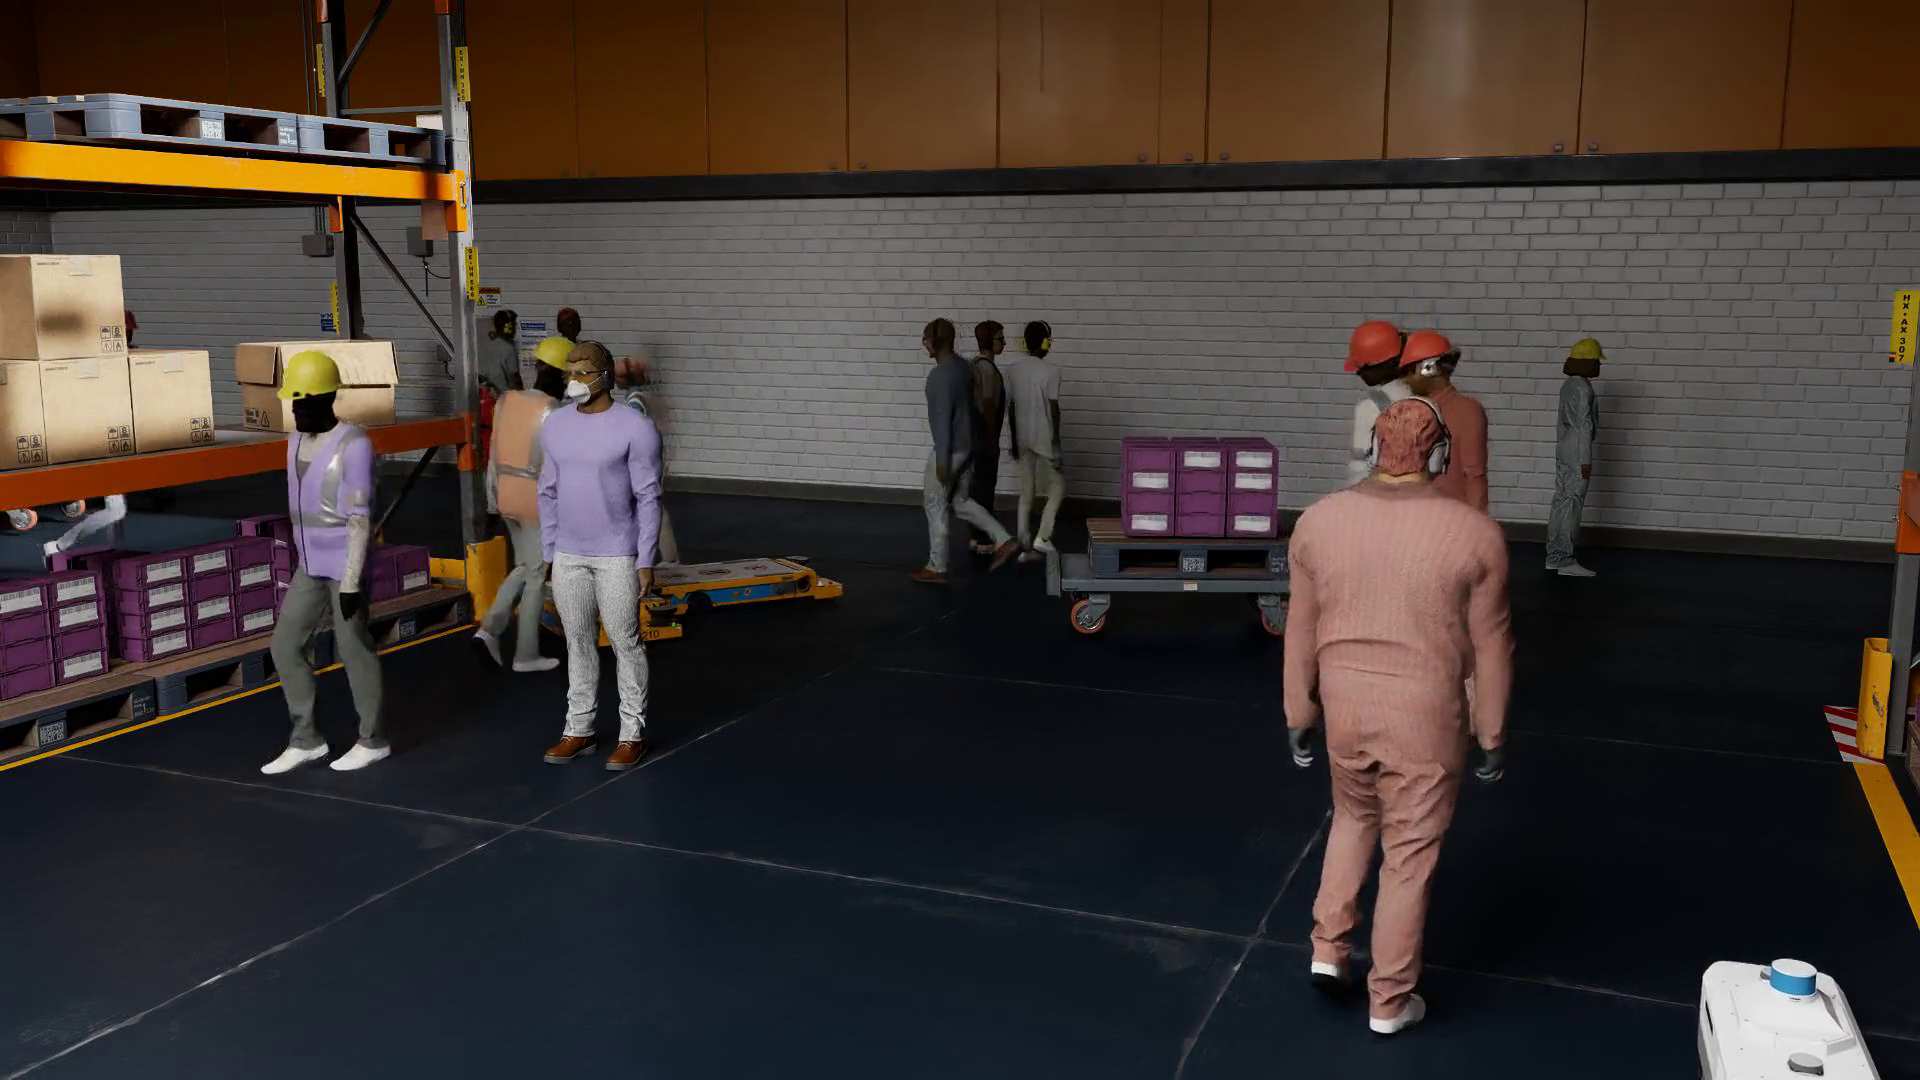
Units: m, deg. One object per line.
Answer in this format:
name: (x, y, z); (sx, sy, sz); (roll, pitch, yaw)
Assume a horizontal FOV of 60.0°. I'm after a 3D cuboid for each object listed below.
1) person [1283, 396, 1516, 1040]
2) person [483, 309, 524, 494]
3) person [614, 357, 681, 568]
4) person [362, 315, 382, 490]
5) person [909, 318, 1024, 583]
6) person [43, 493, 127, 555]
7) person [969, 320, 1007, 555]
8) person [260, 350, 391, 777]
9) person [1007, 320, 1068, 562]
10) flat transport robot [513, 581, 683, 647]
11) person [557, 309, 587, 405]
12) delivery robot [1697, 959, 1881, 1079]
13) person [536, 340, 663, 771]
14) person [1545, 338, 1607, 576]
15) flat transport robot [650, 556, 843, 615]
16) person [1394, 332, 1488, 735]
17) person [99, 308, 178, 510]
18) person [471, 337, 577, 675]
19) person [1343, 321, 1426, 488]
person: (1.297, 0.525, 4.915); (0.641, 1.893, 0.447); (7, 12, 37)
person: (-4.436, -1.323, 16.245); (0.634, 1.849, 0.536); (-9, 13, -44)
person: (-2.456, -0.534, 12.178); (0.840, 1.594, 0.525); (-2, 10, -10)
person: (-6.002, -1.373, 16.565); (0.430, 1.844, 0.624); (1, 9, 4)
person: (0.032, -0.626, 11.849); (0.733, 1.911, 0.668); (3, 10, 19)
person: (-6.131, -0.588, 11.773); (0.616, 1.855, 0.534); (-4, 10, -22)
person: (0.222, -0.808, 13.131); (0.345, 1.846, 0.506); (-2, 10, -11)
person: (-2.841, 0.122, 7.321); (0.605, 1.897, 0.699); (7, 12, 37)
person: (0.607, -0.748, 12.761); (0.546, 1.844, 0.505); (7, 12, 36)
flat transport robot: (-2.318, 0.424, 10.423); (0.652, 0.197, 1.431); (-6, 11, -31)
person: (-3.673, -1.232, 15.680); (0.586, 1.879, 0.606); (9, 13, 43)
delivery robot: (2.039, 1.278, 4.103); (0.477, 0.478, 0.707); (3, 10, 19)
person: (-1.634, 0.072, 7.514); (0.627, 1.940, 0.373); (3, 10, 20)
person: (4.551, -0.611, 12.246); (0.322, 1.742, 0.493); (0, 9, 1)
flat transport robot: (-1.571, 0.299, 11.180); (1.431, 0.197, 0.652); (-6, 11, -30)
person: (2.390, -0.043, 8.241); (0.401, 1.941, 0.701); (-3, 10, -19)
person: (-7.761, -1.207, 15.457); (0.975, 1.880, 0.538); (6, 11, 31)
person: (-2.339, -0.168, 9.137); (0.651, 1.876, 0.566); (6, 11, 34)
person: (2.265, -0.129, 8.608); (0.726, 1.989, 0.420); (-6, 11, -31)
